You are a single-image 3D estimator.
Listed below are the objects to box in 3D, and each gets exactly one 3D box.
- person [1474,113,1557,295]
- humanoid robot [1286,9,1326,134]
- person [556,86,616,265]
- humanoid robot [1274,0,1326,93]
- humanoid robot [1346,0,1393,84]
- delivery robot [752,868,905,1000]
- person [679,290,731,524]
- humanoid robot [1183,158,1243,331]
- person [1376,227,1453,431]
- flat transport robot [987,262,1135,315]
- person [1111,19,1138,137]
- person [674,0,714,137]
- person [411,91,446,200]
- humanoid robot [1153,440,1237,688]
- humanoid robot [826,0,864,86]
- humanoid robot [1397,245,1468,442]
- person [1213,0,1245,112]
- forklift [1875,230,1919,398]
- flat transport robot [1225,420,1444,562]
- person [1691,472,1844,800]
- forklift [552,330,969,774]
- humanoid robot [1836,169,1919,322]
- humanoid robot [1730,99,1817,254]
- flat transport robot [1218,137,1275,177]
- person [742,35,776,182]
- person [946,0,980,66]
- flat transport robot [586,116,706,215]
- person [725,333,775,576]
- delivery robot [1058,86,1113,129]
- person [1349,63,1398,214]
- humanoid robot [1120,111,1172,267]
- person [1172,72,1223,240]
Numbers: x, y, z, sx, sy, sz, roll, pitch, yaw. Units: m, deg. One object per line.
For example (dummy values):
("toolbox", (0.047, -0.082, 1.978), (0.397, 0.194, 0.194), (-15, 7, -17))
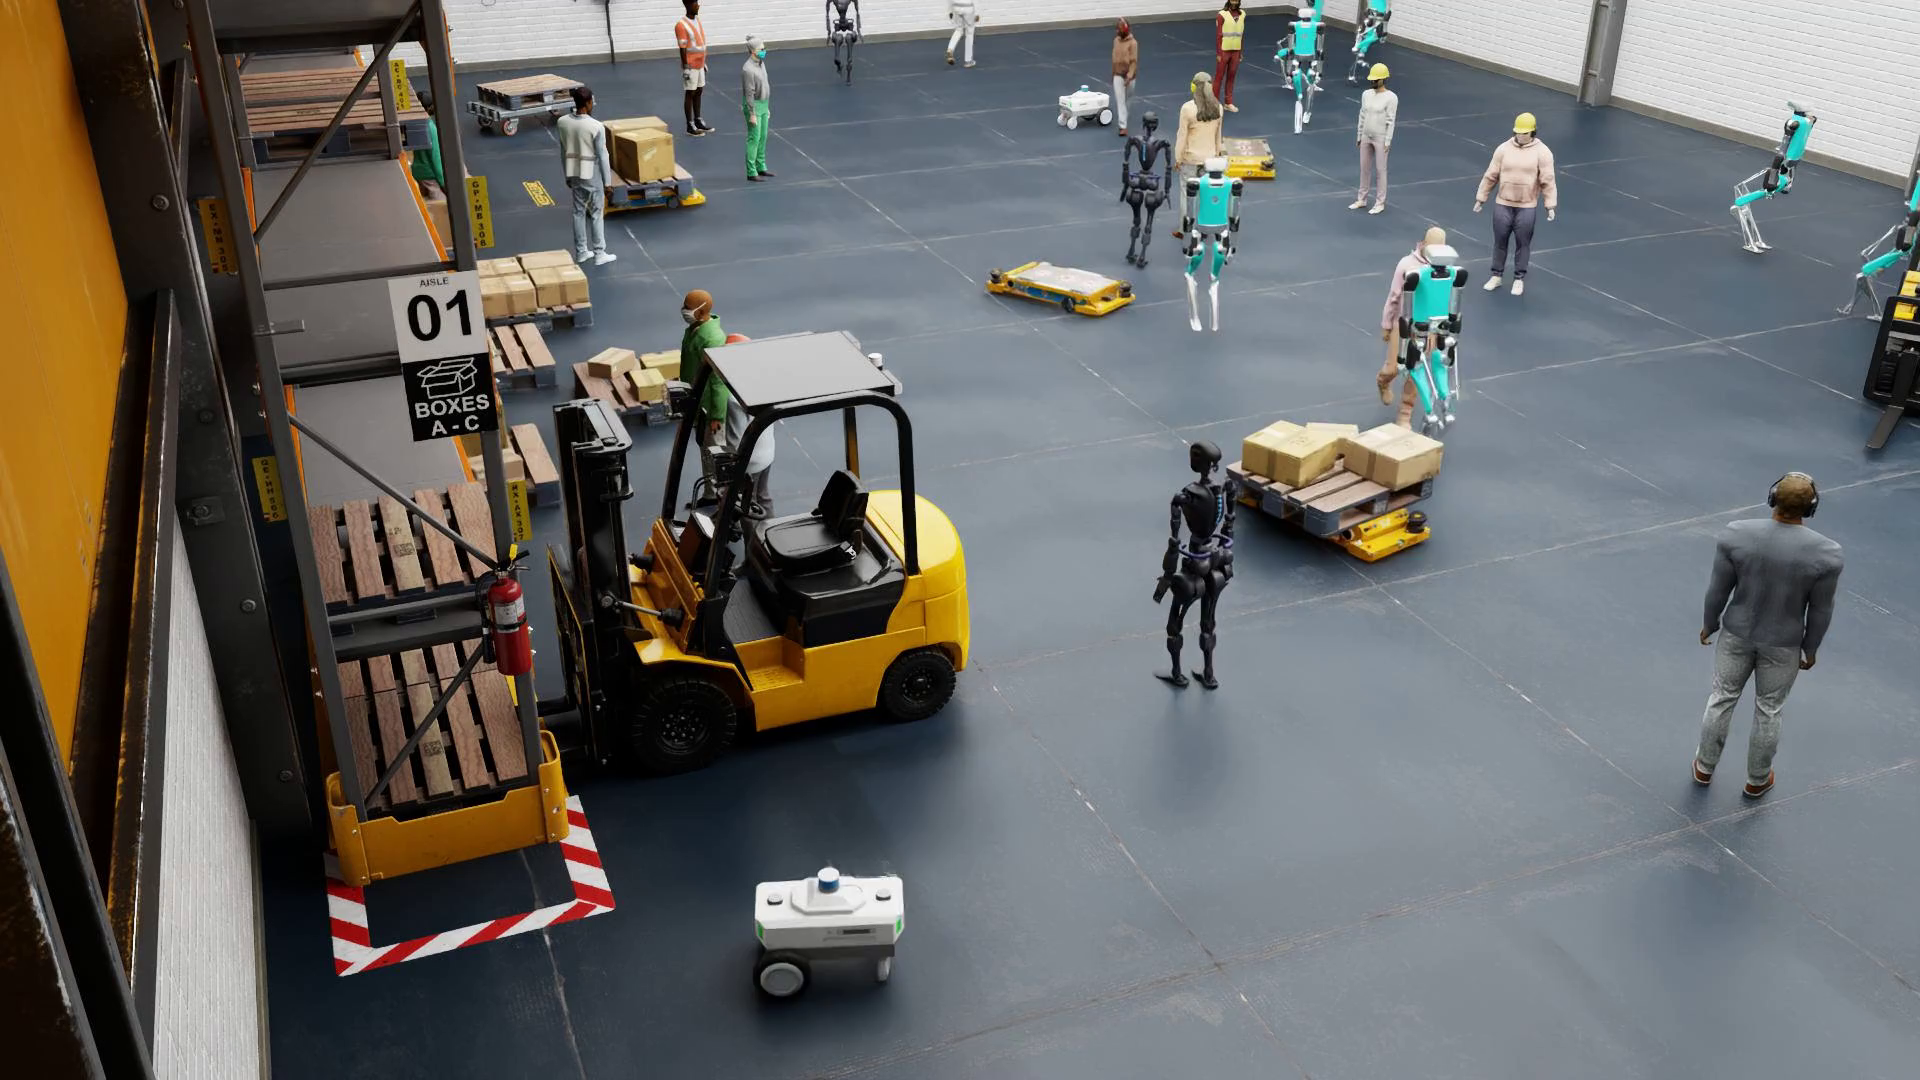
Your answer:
("person", (5.735, -3.476, 17.141), (0.821, 1.854, 0.435), (15, 30, 27))
("humanoid robot", (4.956, -6.746, 23.838), (0.540, 1.771, 1.039), (8, 28, 16))
("person", (-4.032, -3.923, 17.972), (0.595, 1.908, 0.408), (11, 29, 20))
("humanoid robot", (5.279, -7.779, 25.816), (0.976, 1.743, 0.549), (16, 31, 29))
("humanoid robot", (6.444, -8.111, 26.533), (1.021, 1.765, 0.536), (-14, 30, -26))
("delivery robot", (-0.658, 1.851, 8.008), (0.785, 0.614, 0.523), (-2, 27, -3))
("person", (-1.863, -0.990, 12.272), (0.384, 1.784, 0.538), (-13, 30, -25))
("humanoid robot", (2.378, -2.858, 16.041), (0.531, 1.789, 0.757), (0, 27, -1))
("person", (3.786, -1.788, 13.896), (0.546, 1.756, 0.559), (2, 27, 3))
("flat transport robot", (1.037, -2.611, 17.181), (1.431, 0.231, 0.659), (20, 33, 34))
("person", (2.322, -6.558, 23.547), (0.429, 1.597, 0.795), (9, 28, 18))
("person", (-3.751, -6.714, 23.456), (0.367, 1.966, 0.604), (9, 28, 17))
("person", (-5.758, -3.933, 18.062), (0.395, 1.843, 0.502), (-20, 33, -34))
("humanoid robot", (1.435, 0.144, 10.130), (0.610, 1.650, 0.392), (-20, 33, -34))
("humanoid robot", (-1.837, -8.144, 26.619), (0.601, 1.649, 0.424), (0, 27, 0))
("humanoid robot", (3.776, -1.396, 13.108), (0.537, 1.776, 0.686), (-7, 28, -13))
("person", (4.004, -7.274, 24.784), (0.466, 1.772, 0.383), (-12, 29, -22))
("forklift", (9.029, -2.397, 14.618), (1.214, 2.155, 2.313), (18, 32, 32))
("flat transport robot", (2.750, -0.250, 12.485), (0.659, 0.231, 1.431), (-19, 32, -32))
("person", (4.373, 0.524, 9.089), (0.627, 1.940, 0.377), (17, 31, 30))
("forklift", (-1.094, 0.010, 9.831), (2.313, 2.155, 1.214), (-10, 28, -20))
("humanoid robot", (9.054, -2.943, 16.317), (0.793, 1.881, 0.558), (18, 32, 32))
("humanoid robot", (8.798, -4.001, 18.167), (0.533, 1.673, 0.735), (-21, 34, -36))
("flat transport robot", (3.786, -5.087, 22.105), (0.659, 0.231, 1.431), (2, 27, 3))
("person", (-2.587, -5.510, 21.211), (0.341, 1.838, 0.510), (7, 28, 14))
("person", (0.041, -8.856, 27.827), (0.584, 1.867, 0.630), (15, 31, 28))
("flat transport robot", (-3.904, -4.214, 20.370), (1.431, 0.231, 0.659), (-11, 29, -21))
("person", (-1.471, -0.590, 11.524), (0.347, 1.739, 0.571), (8, 28, 16))
("delivery robot", (1.835, -6.298, 24.217), (0.791, 0.614, 0.499), (-14, 30, -26))
("person", (4.944, -4.794, 19.867), (0.327, 1.759, 0.518), (-20, 33, -34))
("humanoid robot", (2.007, -3.802, 17.979), (0.588, 1.642, 0.416), (10, 28, 19))
("person", (2.701, -4.336, 18.843), (0.564, 1.868, 0.392), (-11, 29, -20))
